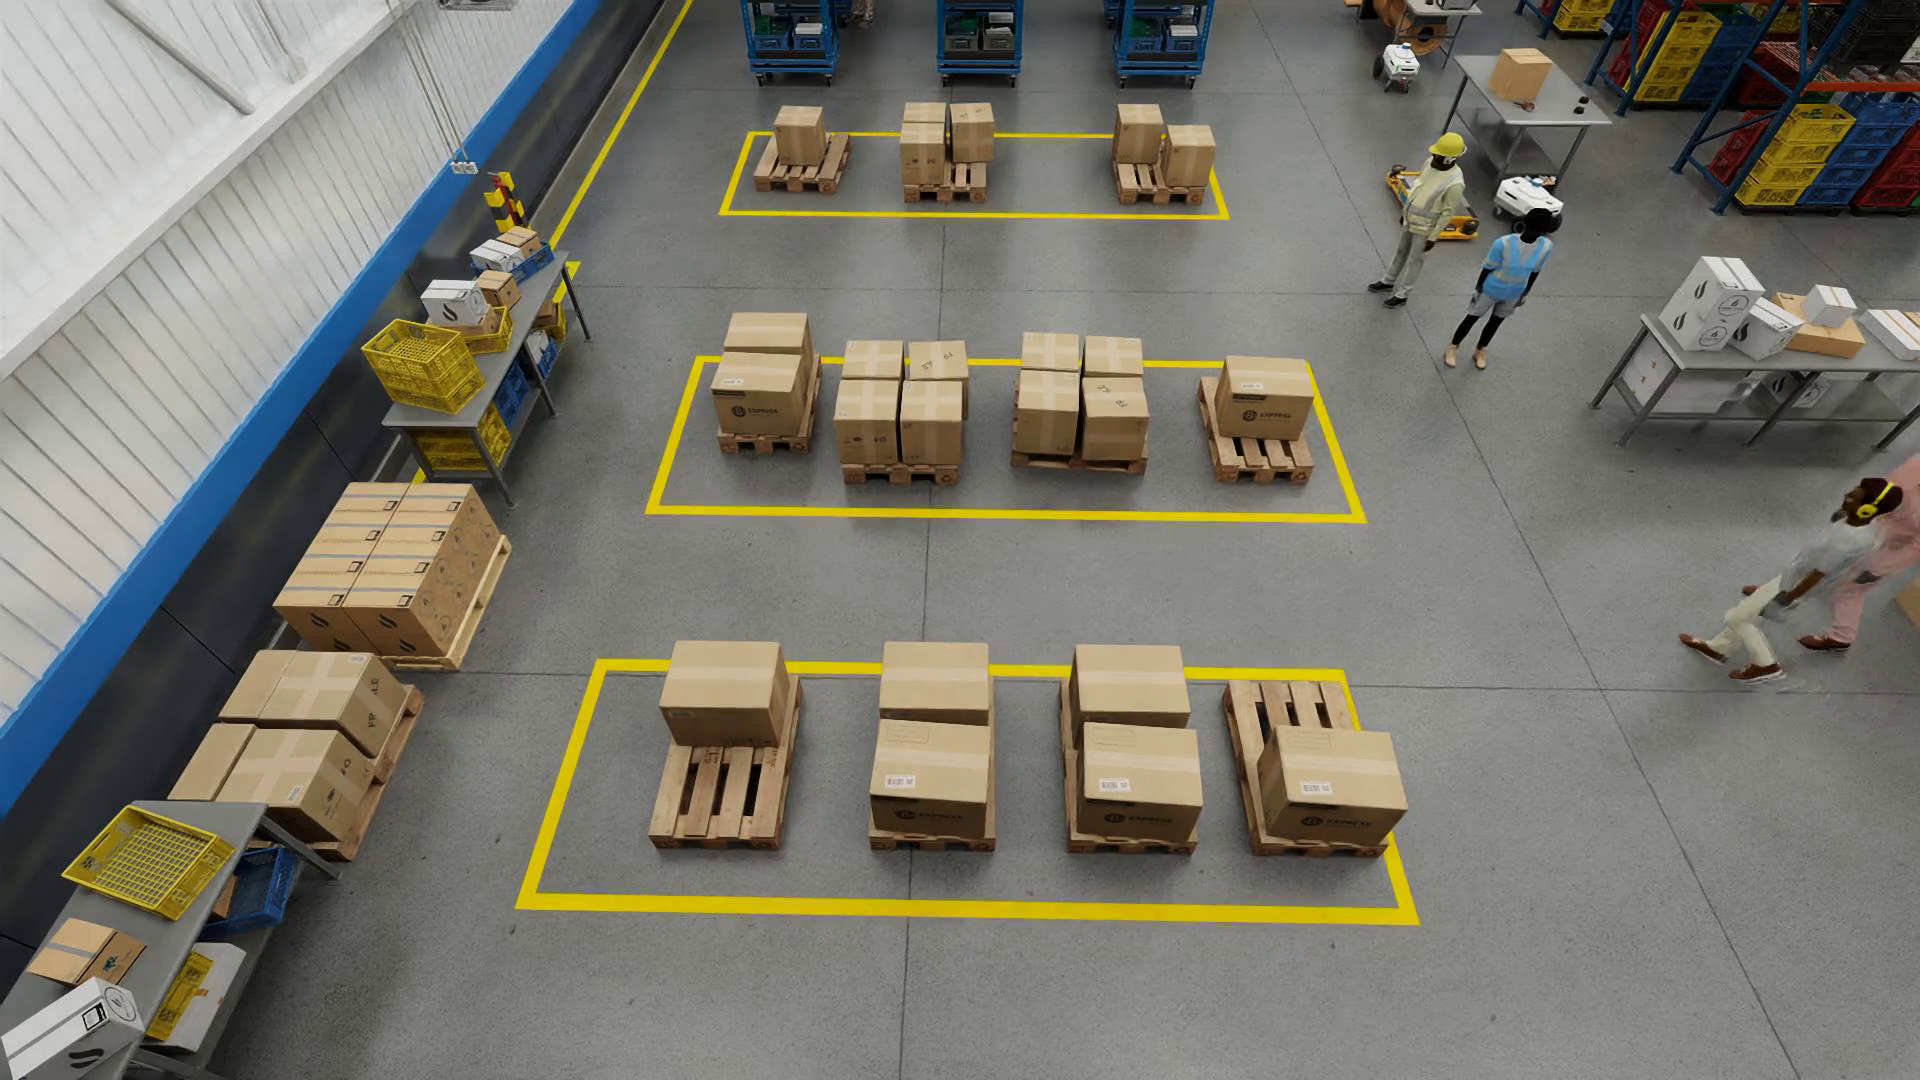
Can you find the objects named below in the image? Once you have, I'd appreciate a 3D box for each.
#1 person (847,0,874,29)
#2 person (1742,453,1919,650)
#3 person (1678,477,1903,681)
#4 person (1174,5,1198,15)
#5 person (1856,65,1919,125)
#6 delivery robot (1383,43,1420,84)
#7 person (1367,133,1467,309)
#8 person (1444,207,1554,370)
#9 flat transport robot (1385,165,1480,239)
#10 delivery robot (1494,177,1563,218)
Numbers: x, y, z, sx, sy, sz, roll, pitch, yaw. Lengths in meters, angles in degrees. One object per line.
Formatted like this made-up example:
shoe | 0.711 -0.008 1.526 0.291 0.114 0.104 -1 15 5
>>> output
person | -1.610 -9.107 14.266 0.381 1.994 0.622 -30 55 -23
person | 6.477 -0.005 6.460 0.526 1.891 0.690 7 50 6
person | 5.672 0.317 6.204 0.481 1.852 0.539 36 58 27
person | 3.812 -9.384 14.737 0.517 1.639 0.314 32 56 25
person | 11.798 -5.862 11.530 0.337 1.882 0.583 -11 50 -9
delivery robot | 6.379 -6.917 13.256 0.477 0.478 0.707 3 49 2
person | 4.660 -3.216 9.277 0.404 1.827 0.590 -8 50 -7
person | 5.078 -2.346 8.614 0.529 1.690 0.319 5 49 4
flat transport robot | 5.692 -4.094 11.059 0.652 0.197 1.431 1 49 1
delivery robot | 6.641 -3.969 10.705 0.477 0.478 0.707 -17 51 -14
